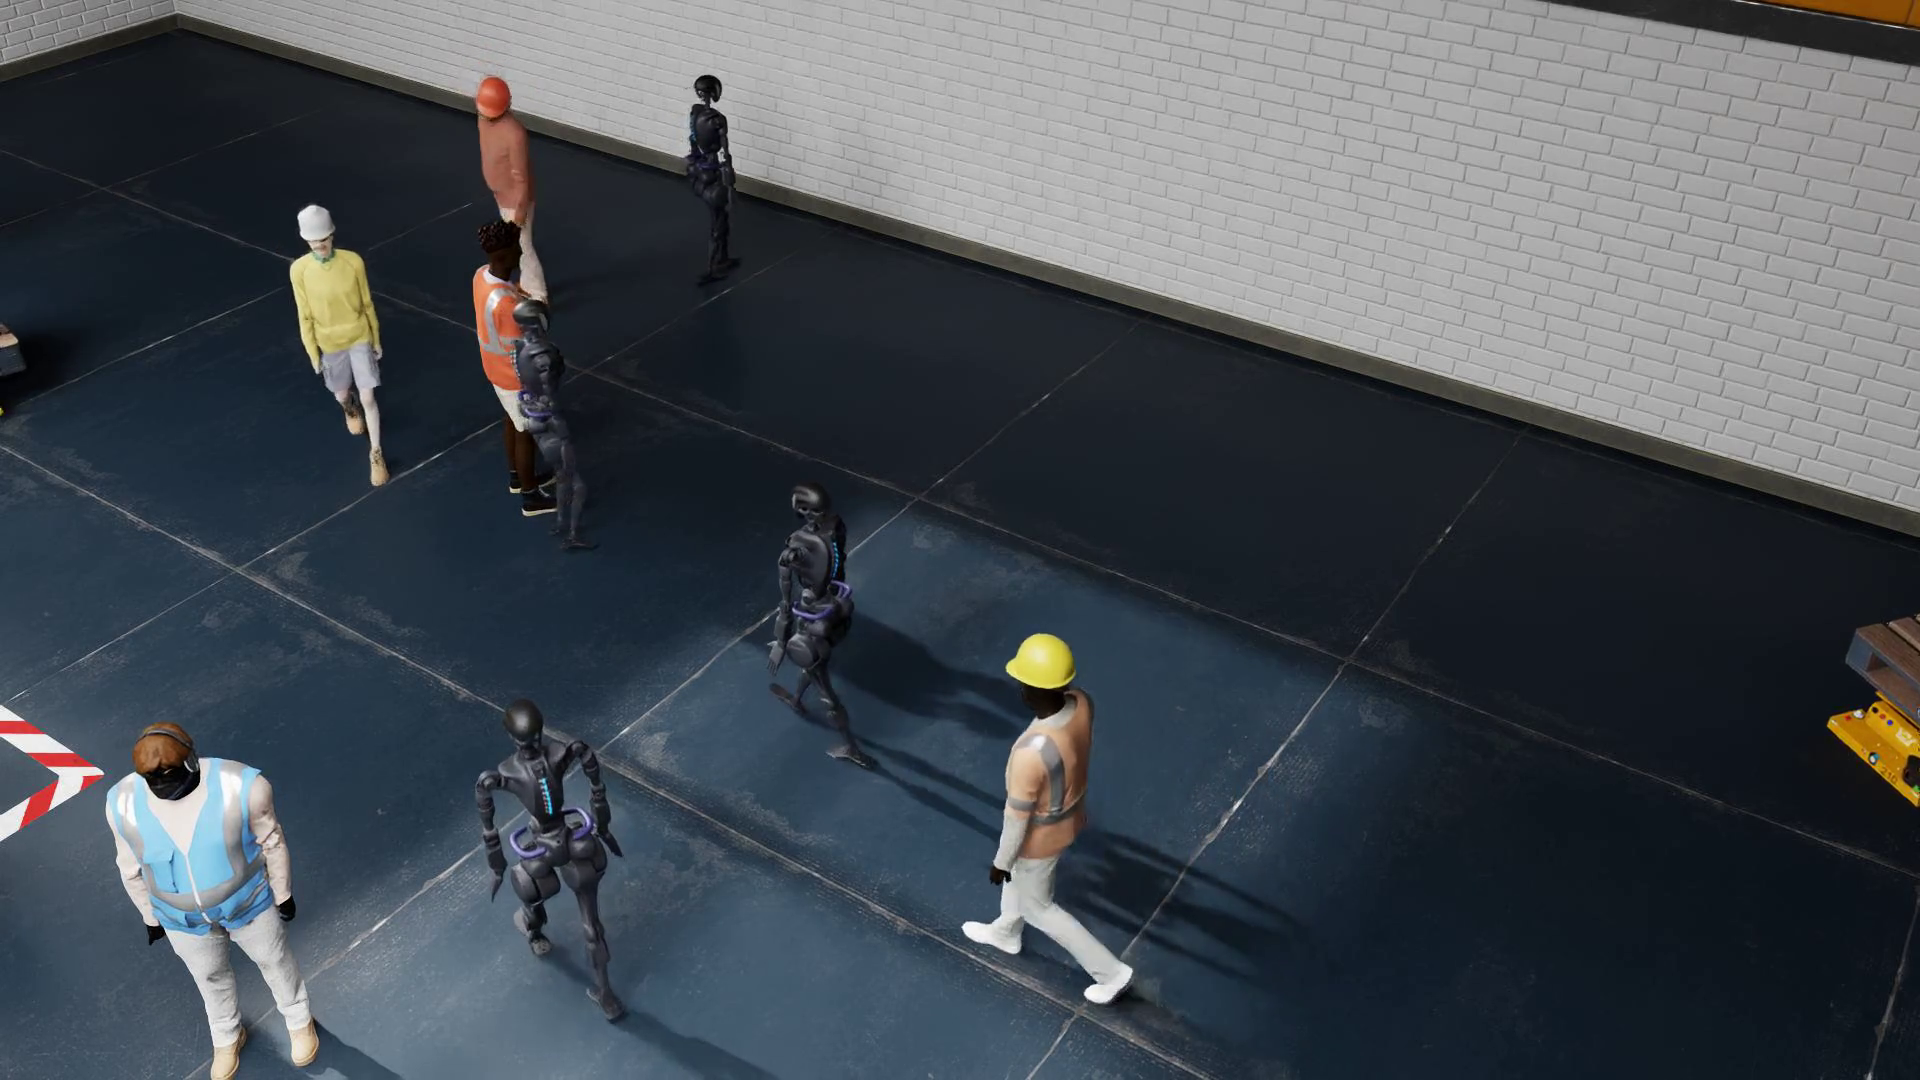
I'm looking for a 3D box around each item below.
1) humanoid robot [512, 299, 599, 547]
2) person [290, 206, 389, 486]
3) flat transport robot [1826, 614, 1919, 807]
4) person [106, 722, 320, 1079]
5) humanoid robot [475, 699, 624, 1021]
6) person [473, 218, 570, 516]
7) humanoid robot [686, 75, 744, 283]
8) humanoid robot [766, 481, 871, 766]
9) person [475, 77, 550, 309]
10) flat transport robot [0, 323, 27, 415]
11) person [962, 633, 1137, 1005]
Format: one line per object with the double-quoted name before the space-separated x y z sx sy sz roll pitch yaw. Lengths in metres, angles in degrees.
"humanoid robot" -2.466 -0.715 10.055 0.341 1.658 0.593 -15 38 -20
"person" -4.003 -1.328 10.770 0.478 1.873 0.783 -13 37 -18
"flat transport robot" 5.443 0.996 8.840 1.431 0.231 0.659 -10 36 -14
"person" -3.028 1.477 6.782 0.624 1.844 0.429 -9 36 -13
"humanoid robot" -1.766 1.319 7.176 0.583 1.628 0.766 -20 40 -26
"person" -2.760 -1.065 10.315 0.368 1.958 0.604 -17 38 -23
"humanoid robot" -1.922 -2.865 13.138 0.602 1.636 0.610 -25 42 -31
"humanoid robot" -0.789 0.402 8.490 0.741 1.630 0.589 18 39 24
"person" -3.411 -2.599 12.527 0.397 1.951 0.787 -22 41 -28
"flat transport robot" -7.403 -1.118 11.861 0.659 0.231 1.431 -27 43 -33
"person" 0.400 1.213 7.114 0.827 1.897 0.594 14 37 19
